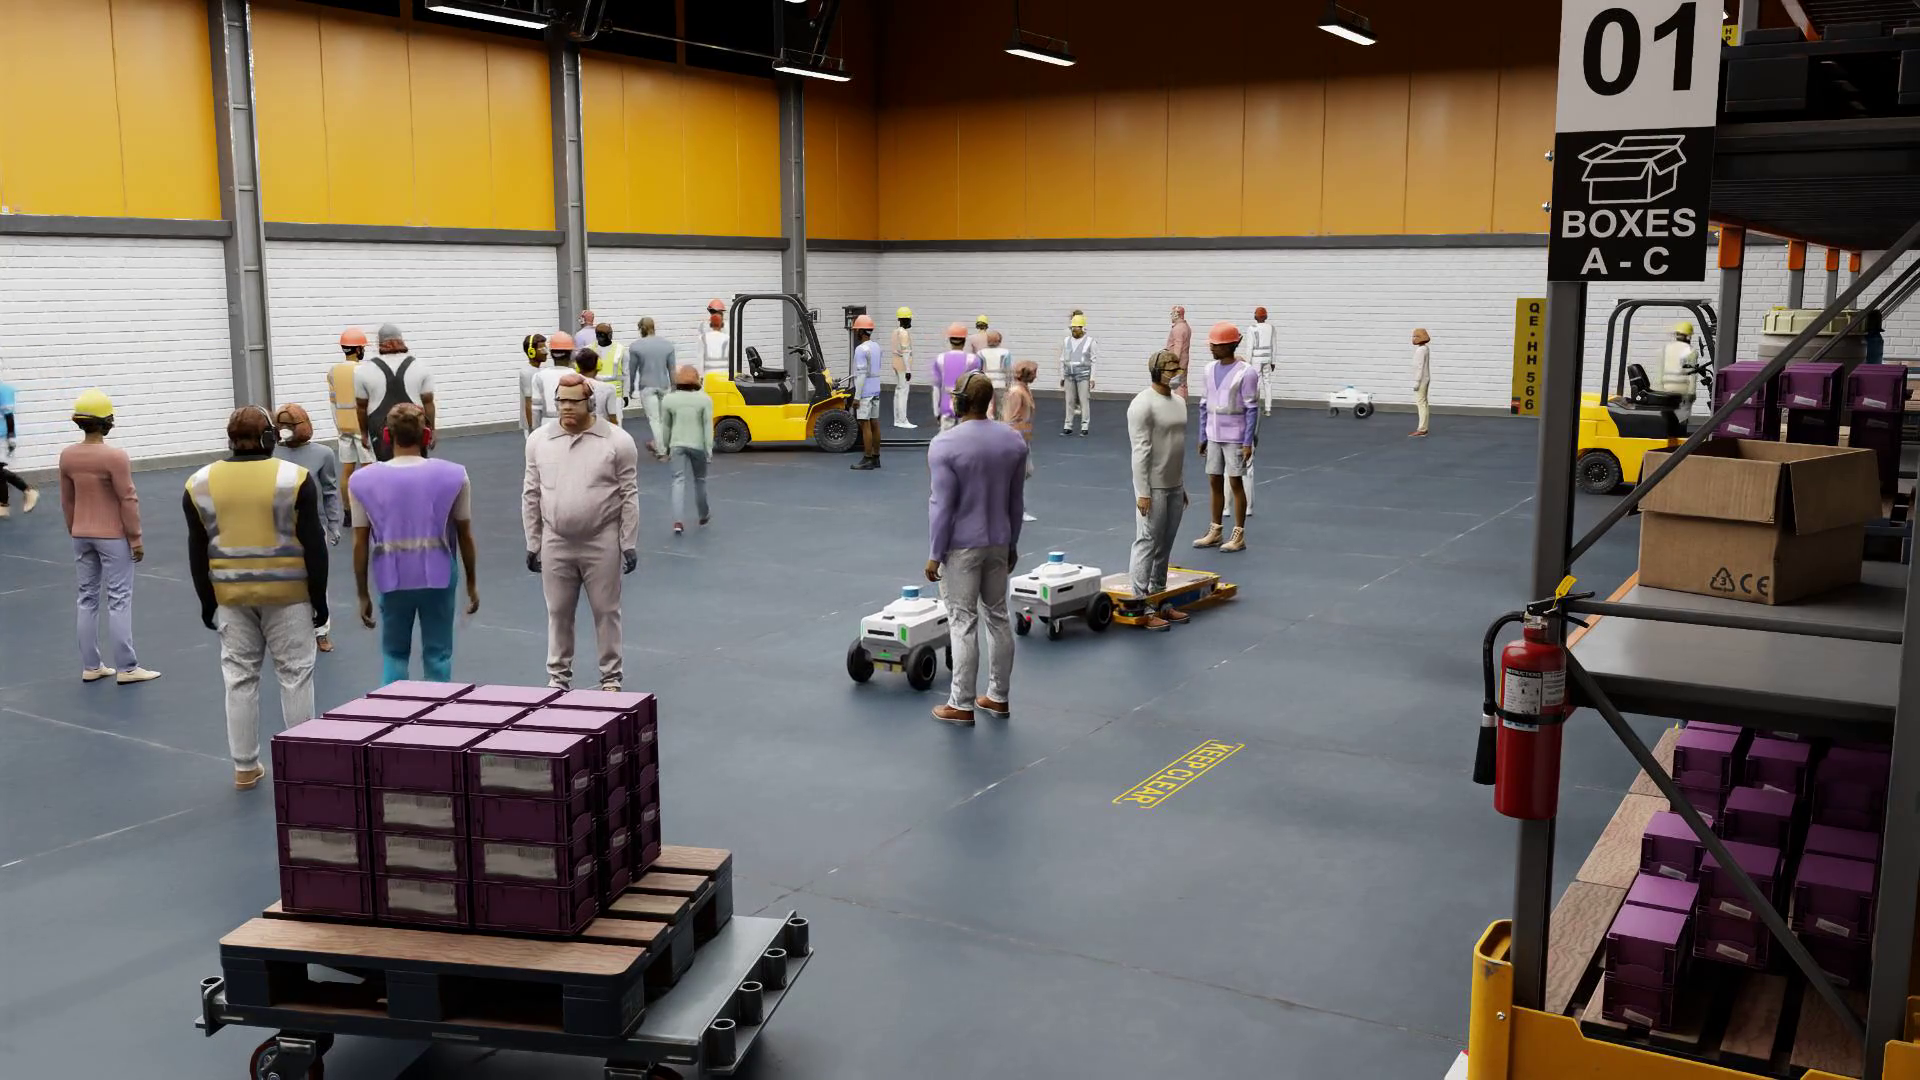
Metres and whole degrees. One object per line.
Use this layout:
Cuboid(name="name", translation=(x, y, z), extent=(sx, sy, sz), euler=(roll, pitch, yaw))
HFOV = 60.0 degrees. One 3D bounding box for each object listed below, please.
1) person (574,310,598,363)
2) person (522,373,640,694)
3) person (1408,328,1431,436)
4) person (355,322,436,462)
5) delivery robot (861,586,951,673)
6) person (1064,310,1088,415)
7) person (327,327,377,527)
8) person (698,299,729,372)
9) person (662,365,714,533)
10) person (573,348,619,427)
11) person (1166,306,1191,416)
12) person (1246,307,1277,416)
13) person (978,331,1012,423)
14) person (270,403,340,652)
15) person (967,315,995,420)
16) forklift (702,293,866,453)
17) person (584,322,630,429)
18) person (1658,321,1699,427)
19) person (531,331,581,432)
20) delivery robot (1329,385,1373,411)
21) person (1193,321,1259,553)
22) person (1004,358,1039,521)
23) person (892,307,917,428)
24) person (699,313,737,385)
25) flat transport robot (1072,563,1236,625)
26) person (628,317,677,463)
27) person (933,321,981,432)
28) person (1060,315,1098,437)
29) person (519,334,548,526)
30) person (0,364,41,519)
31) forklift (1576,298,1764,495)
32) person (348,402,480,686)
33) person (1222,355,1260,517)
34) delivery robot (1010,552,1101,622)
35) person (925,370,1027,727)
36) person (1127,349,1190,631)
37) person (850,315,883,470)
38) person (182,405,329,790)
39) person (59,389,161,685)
Cuboid(name="person", translation=(-5.607, -2.515, 25.135), extent=(0.400, 1.907, 0.645), euler=(5, 11, 30))
Cuboid(name="person", translation=(-2.133, 0.017, 9.340), extent=(0.652, 1.904, 0.402), euler=(0, 9, 1))
Cuboid(name="person", translation=(6.967, -2.382, 25.161), extent=(0.285, 1.631, 0.501), euler=(5, 10, 27))
Cuboid(name="person", translation=(-5.308, -1.069, 15.691), extent=(0.701, 2.000, 0.953), euler=(-3, 10, -18))
Cuboid(name="delivery robot", translation=(-0.295, 0.522, 10.073), extent=(0.477, 0.478, 0.707), euler=(5, 10, 28))
Cuboid(name="person", translation=(2.036, -3.085, 28.932), extent=(0.515, 1.826, 0.401), euler=(-5, 10, -29))
Cuboid(name="person", translation=(-5.811, -1.076, 16.055), extent=(0.544, 1.939, 0.354), euler=(4, 10, 23))
Cuboid(name="person", translation=(-3.985, -2.923, 27.266), extent=(0.612, 2.039, 0.392), euler=(5, 10, 27))
Cuboid(name="person", translation=(-2.597, -0.875, 15.882), extent=(0.502, 1.589, 0.826), euler=(0, 9, -2))
Cuboid(name="person", translation=(-3.222, -0.738, 14.355), extent=(0.535, 1.816, 0.689), euler=(1, 9, 8))
Cuboid(name="person", translation=(3.693, -3.014, 28.249), extent=(0.401, 1.906, 0.650), euler=(4, 10, 22))
Cuboid(name="person", translation=(5.181, -3.069, 28.662), extent=(0.584, 1.881, 0.337), euler=(-4, 10, -21))
Cuboid(name="person", translation=(0.515, -2.255, 24.424), extent=(0.541, 1.599, 0.807), euler=(2, 9, 11))
Cuboid(name="person", translation=(-4.267, -0.071, 10.729), extent=(0.507, 1.631, 0.281), euler=(-4, 10, -22))
Cuboid(name="person", translation=(0.371, -2.874, 27.823), extent=(0.533, 1.765, 0.321), euler=(-1, 9, -5))
Cuboid(name="forklift", translation=(-2.458, -2.344, 23.176), extent=(2.313, 2.155, 1.214), euler=(0, 9, -2))
Cuboid(name="person", translation=(-4.519, -1.847, 21.195), extent=(0.621, 1.837, 0.429), euler=(0, 9, -1))
Cuboid(name="person", translation=(9.817, -2.094, 22.816), extent=(0.586, 1.813, 0.601), euler=(-5, 10, -28))
Cuboid(name="person", translation=(-3.609, -0.928, 15.169), extent=(0.583, 1.925, 0.454), euler=(0, 9, -1))
Cuboid(name="delivery robot", translation=(6.658, -2.405, 28.365), extent=(0.707, 0.478, 0.477), euler=(4, 10, 21))
Cuboid(name="person", translation=(2.334, -0.907, 14.687), extent=(0.396, 2.038, 0.611), euler=(-7, 11, -37))
Cuboid(name="person", translation=(0.541, -0.990, 16.465), extent=(0.480, 1.622, 0.548), euler=(1, 9, 9))
Cuboid(name="person", translation=(-0.886, -2.741, 26.491), extent=(0.372, 1.930, 0.606), euler=(-3, 9, -16))
Cuboid(name="person", translation=(-3.757, -2.575, 25.711), extent=(0.582, 1.852, 0.892), euler=(1, 9, 9))
Cuboid(name="flat transport robot", translation=(1.386, 0.382, 12.138), extent=(0.652, 0.197, 1.431), euler=(7, 11, 37))
Cuboid(name="person", translation=(-4.059, -1.975, 21.833), extent=(0.631, 1.875, 1.017), euler=(-7, 11, -36))
Cuboid(name="person", translation=(-0.035, -1.468, 18.525), extent=(0.543, 1.927, 0.510), euler=(2, 9, 14))
Cuboid(name="person", translation=(1.768, -2.467, 25.059), extent=(0.587, 1.835, 0.404), euler=(5, 10, 29))
Cuboid(name="person", translation=(-4.128, -1.074, 16.249), extent=(0.326, 1.874, 0.519), euler=(-1, 9, -4))
Cuboid(name="person", translation=(-9.549, -1.031, 16.555), extent=(0.540, 1.686, 0.423), euler=(6, 11, 35))
Cuboid(name="forklift", translation=(7.954, -1.589, 18.462), extent=(2.313, 2.155, 1.214), euler=(5, 11, 30))
Cuboid(name="person", translation=(-2.676, 0.239, 8.207), extent=(0.580, 1.828, 0.454), euler=(-2, 9, -14))
Cuboid(name="person", translation=(2.778, -1.043, 16.789), extent=(0.514, 1.636, 0.315), euler=(-1, 9, -9))
Cuboid(name="delivery robot", translation=(0.650, 0.326, 11.317), extent=(0.477, 0.478, 0.707), euler=(7, 12, 38))
Cuboid(name="person", translation=(0.077, 0.044, 9.065), extent=(0.634, 1.940, 0.367), euler=(-7, 12, -38))
Cuboid(name="person", translation=(1.394, -0.354, 11.548), extent=(0.372, 1.940, 0.632), euler=(6, 11, 34))
Cuboid(name="person", translation=(-1.189, -1.846, 20.860), extent=(0.360, 1.939, 0.543), euler=(4, 10, 24))
Cuboid(name="person", translation=(-3.315, 0.278, 7.930), extent=(0.619, 1.837, 0.430), euler=(-1, 9, -5))
Cuboid(name="person", translation=(-5.115, -0.013, 9.950), extent=(0.525, 1.772, 0.306), euler=(3, 10, 17))
